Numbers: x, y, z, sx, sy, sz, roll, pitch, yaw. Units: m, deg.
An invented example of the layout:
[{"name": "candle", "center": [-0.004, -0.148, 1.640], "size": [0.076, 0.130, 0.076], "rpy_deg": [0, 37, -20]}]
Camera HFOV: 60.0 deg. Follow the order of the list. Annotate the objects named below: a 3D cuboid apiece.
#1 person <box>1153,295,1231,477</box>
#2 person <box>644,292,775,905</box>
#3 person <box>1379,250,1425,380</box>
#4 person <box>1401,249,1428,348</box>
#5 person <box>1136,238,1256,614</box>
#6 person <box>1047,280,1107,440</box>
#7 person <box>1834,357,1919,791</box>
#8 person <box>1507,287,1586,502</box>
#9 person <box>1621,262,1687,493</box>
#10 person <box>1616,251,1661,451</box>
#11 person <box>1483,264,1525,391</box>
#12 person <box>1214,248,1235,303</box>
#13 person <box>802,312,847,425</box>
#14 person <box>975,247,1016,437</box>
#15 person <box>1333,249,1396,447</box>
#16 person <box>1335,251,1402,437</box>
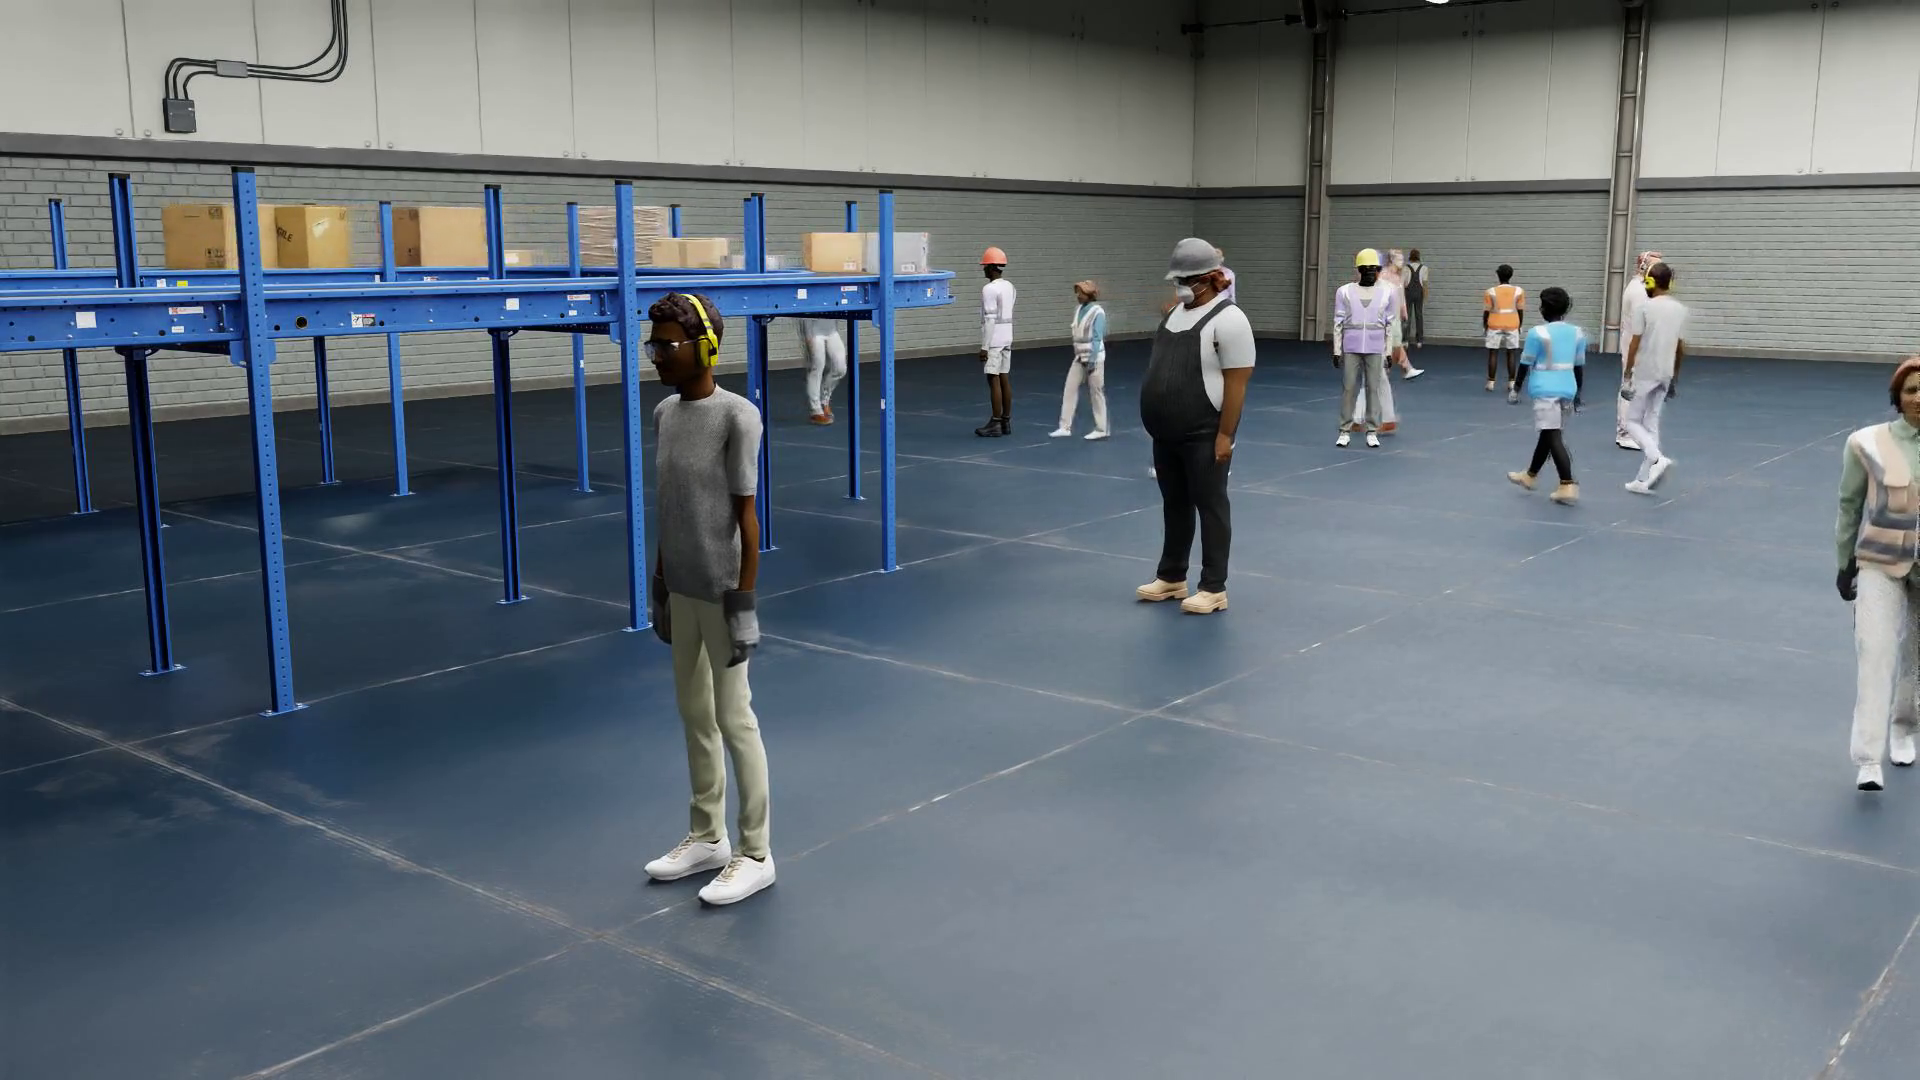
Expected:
[{"name": "person", "center": [1.942, -1.286, 13.925], "size": [0.784, 1.595, 0.517], "rpy_deg": [7, 12, 34]}, {"name": "person", "center": [-0.788, 0.178, 5.132], "size": [0.515, 1.861, 0.312], "rpy_deg": [10, 14, 43]}, {"name": "person", "center": [6.317, -3.231, 23.972], "size": [0.951, 1.860, 0.679], "rpy_deg": [6, 12, 32]}, {"name": "person", "center": [8.563, -4.568, 31.449], "size": [0.505, 1.846, 0.347], "rpy_deg": [1, 10, 5]}, {"name": "person", "center": [1.248, -0.614, 9.119], "size": [0.537, 2.000, 0.680], "rpy_deg": [-6, 12, -30]}, {"name": "person", "center": [1.208, -1.794, 16.702], "size": [0.738, 1.605, 0.531], "rpy_deg": [-6, 12, -28]}, {"name": "person", "center": [3.530, 0.120, 6.175], "size": [0.514, 1.593, 0.865], "rpy_deg": [5, 11, 24]}, {"name": "person", "center": [4.593, -1.149, 13.027], "size": [0.537, 1.646, 0.859], "rpy_deg": [-5, 11, -25]}, {"name": "person", "center": [5.527, -1.275, 13.218], "size": [0.562, 1.840, 0.554], "rpy_deg": [-3, 11, -17]}, {"name": "person", "center": [6.636, -1.845, 16.201], "size": [0.399, 1.905, 0.642], "rpy_deg": [3, 11, 18]}, {"name": "person", "center": [7.321, -2.861, 22.421], "size": [0.542, 1.695, 0.323], "rpy_deg": [2, 10, 11]}, {"name": "person", "center": [3.696, -3.290, 24.244], "size": [0.642, 1.893, 0.448], "rpy_deg": [0, 10, 1]}, {"name": "person", "center": [-1.504, -2.224, 18.256], "size": [0.433, 1.927, 0.643], "rpy_deg": [8, 13, 39]}, {"name": "person", "center": [0.356, -2.055, 17.270], "size": [0.362, 1.938, 0.545], "rpy_deg": [5, 11, 27]}, {"name": "person", "center": [3.962, -1.884, 16.343], "size": [0.591, 1.930, 0.353], "rpy_deg": [2, 10, 11]}, {"name": "person", "center": [4.179, -2.021, 17.160], "size": [0.911, 1.902, 0.638], "rpy_deg": [-3, 11, -18]}]
